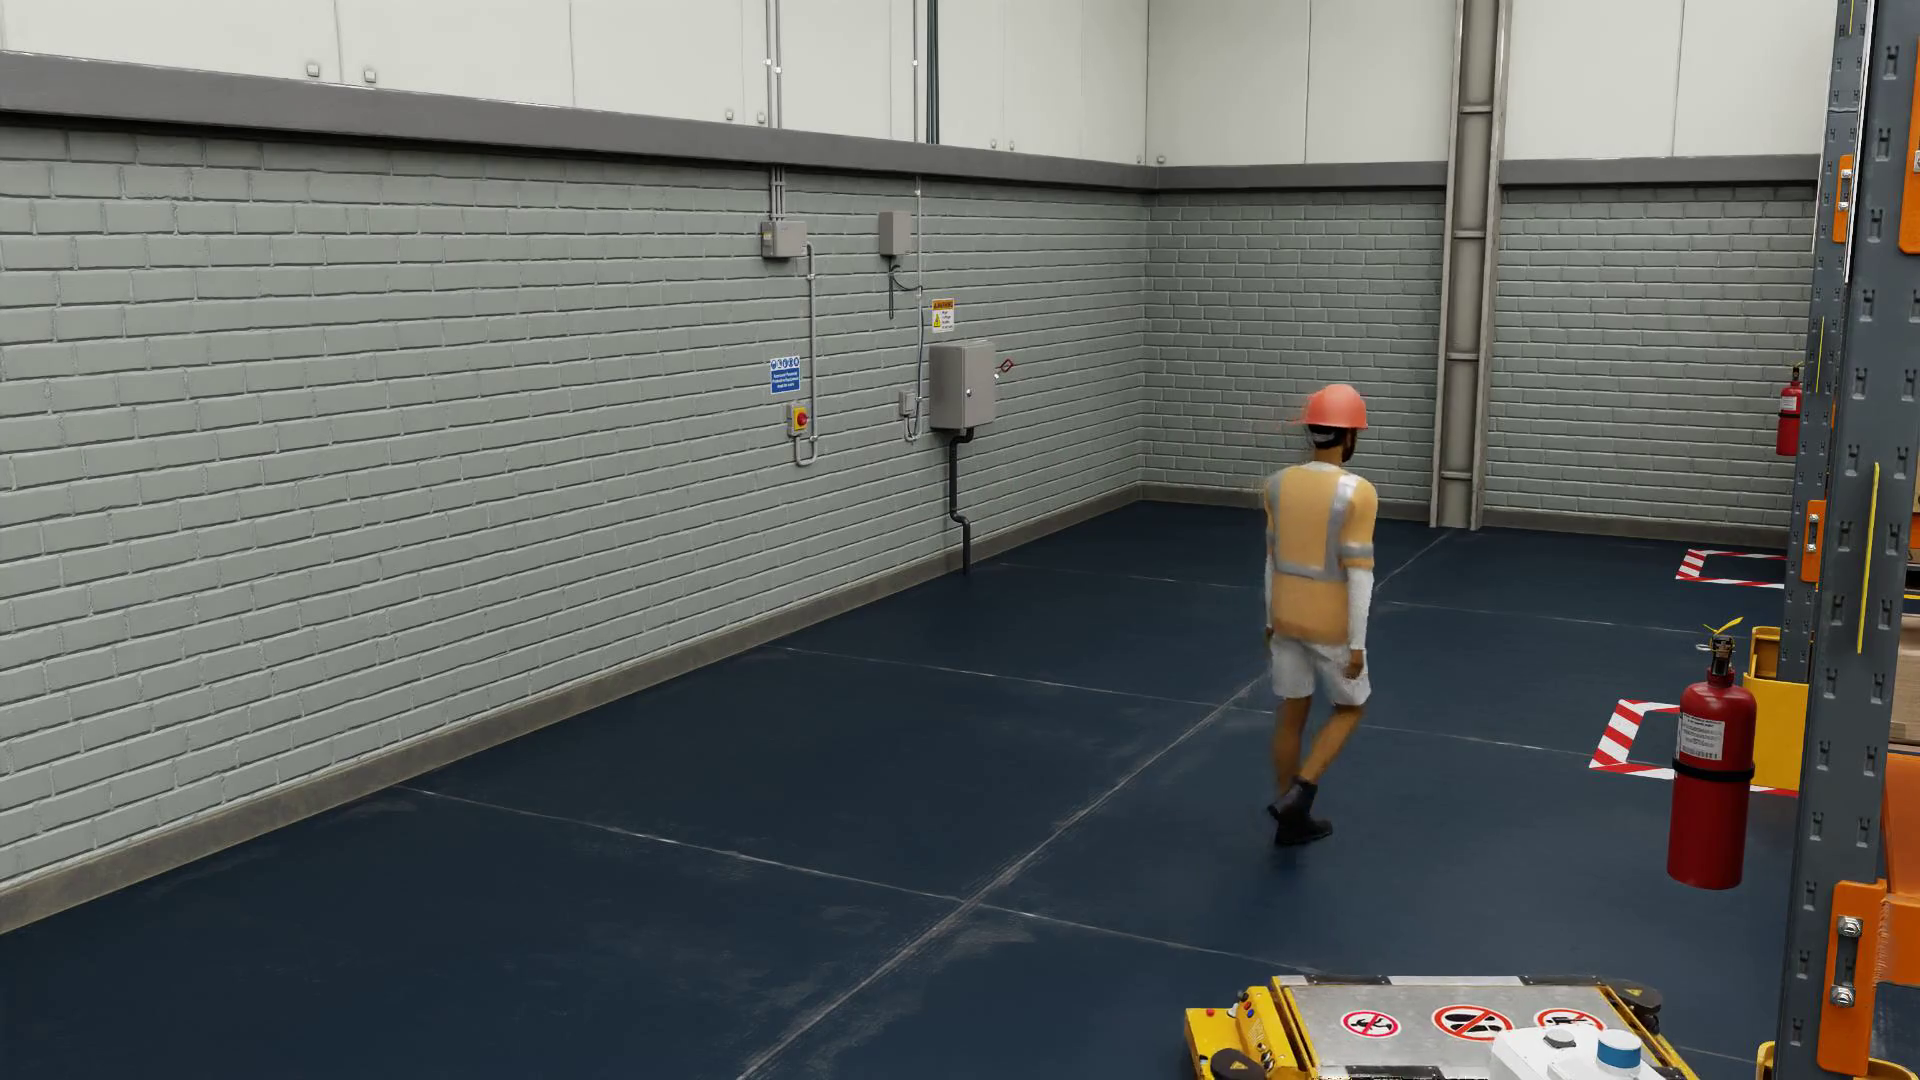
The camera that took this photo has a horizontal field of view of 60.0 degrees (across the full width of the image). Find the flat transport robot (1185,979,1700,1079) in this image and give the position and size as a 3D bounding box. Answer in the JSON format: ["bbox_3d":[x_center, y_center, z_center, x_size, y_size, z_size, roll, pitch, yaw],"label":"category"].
[{"bbox_3d":[1.416,1.505,4.866,1.431,0.197,0.652,0,10,0],"label":"flat transport robot"}]

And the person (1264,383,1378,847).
[{"bbox_3d":[1.437,0.331,6.758,0.527,1.922,0.562,-9,14,-41],"label":"person"}]

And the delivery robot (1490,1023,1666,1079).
[{"bbox_3d":[1.615,1.455,4.108,0.477,0.478,0.707,-2,11,-11],"label":"delivery robot"}]
